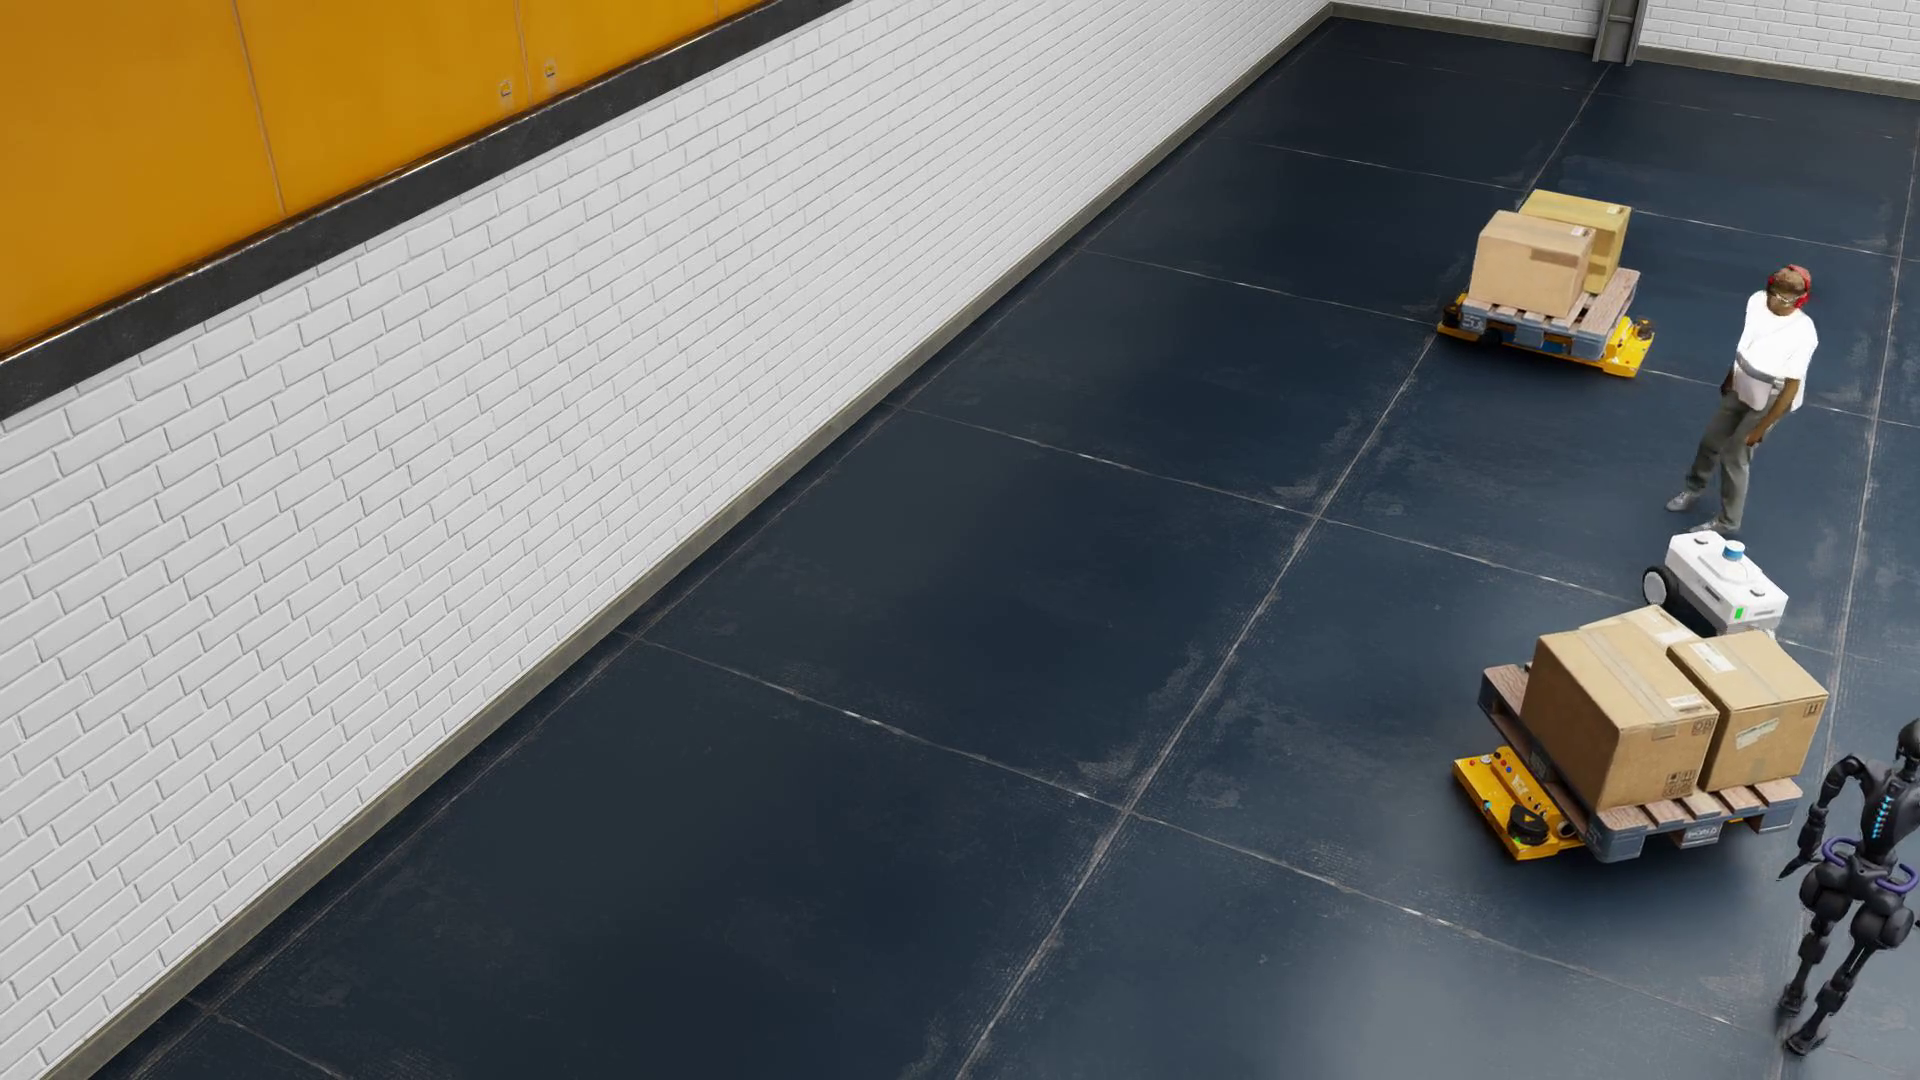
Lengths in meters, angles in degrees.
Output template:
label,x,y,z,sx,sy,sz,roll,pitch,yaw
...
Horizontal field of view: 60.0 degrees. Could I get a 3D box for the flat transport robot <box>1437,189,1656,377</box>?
label,x,y,z,sx,sy,sz,roll,pitch,yaw
flat transport robot,4.338,-1.573,12.318,1.431,0.231,0.659,18,38,25

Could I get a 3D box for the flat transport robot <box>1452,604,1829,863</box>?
label,x,y,z,sx,sy,sz,roll,pitch,yaw
flat transport robot,3.249,1.185,8.215,1.431,0.231,0.659,-8,35,-11

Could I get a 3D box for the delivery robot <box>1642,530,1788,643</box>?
label,x,y,z,sx,sy,sz,roll,pitch,yaw
delivery robot,4.258,0.273,9.332,0.499,0.614,0.815,-8,35,-11

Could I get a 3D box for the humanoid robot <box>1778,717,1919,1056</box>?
label,x,y,z,sx,sy,sz,roll,pitch,yaw
humanoid robot,3.631,1.385,6.656,0.469,1.641,0.613,-27,42,-34

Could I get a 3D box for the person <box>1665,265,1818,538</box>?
label,x,y,z,sx,sy,sz,roll,pitch,yaw
person,4.678,-0.828,9.825,0.453,1.809,0.658,-3,34,-4
